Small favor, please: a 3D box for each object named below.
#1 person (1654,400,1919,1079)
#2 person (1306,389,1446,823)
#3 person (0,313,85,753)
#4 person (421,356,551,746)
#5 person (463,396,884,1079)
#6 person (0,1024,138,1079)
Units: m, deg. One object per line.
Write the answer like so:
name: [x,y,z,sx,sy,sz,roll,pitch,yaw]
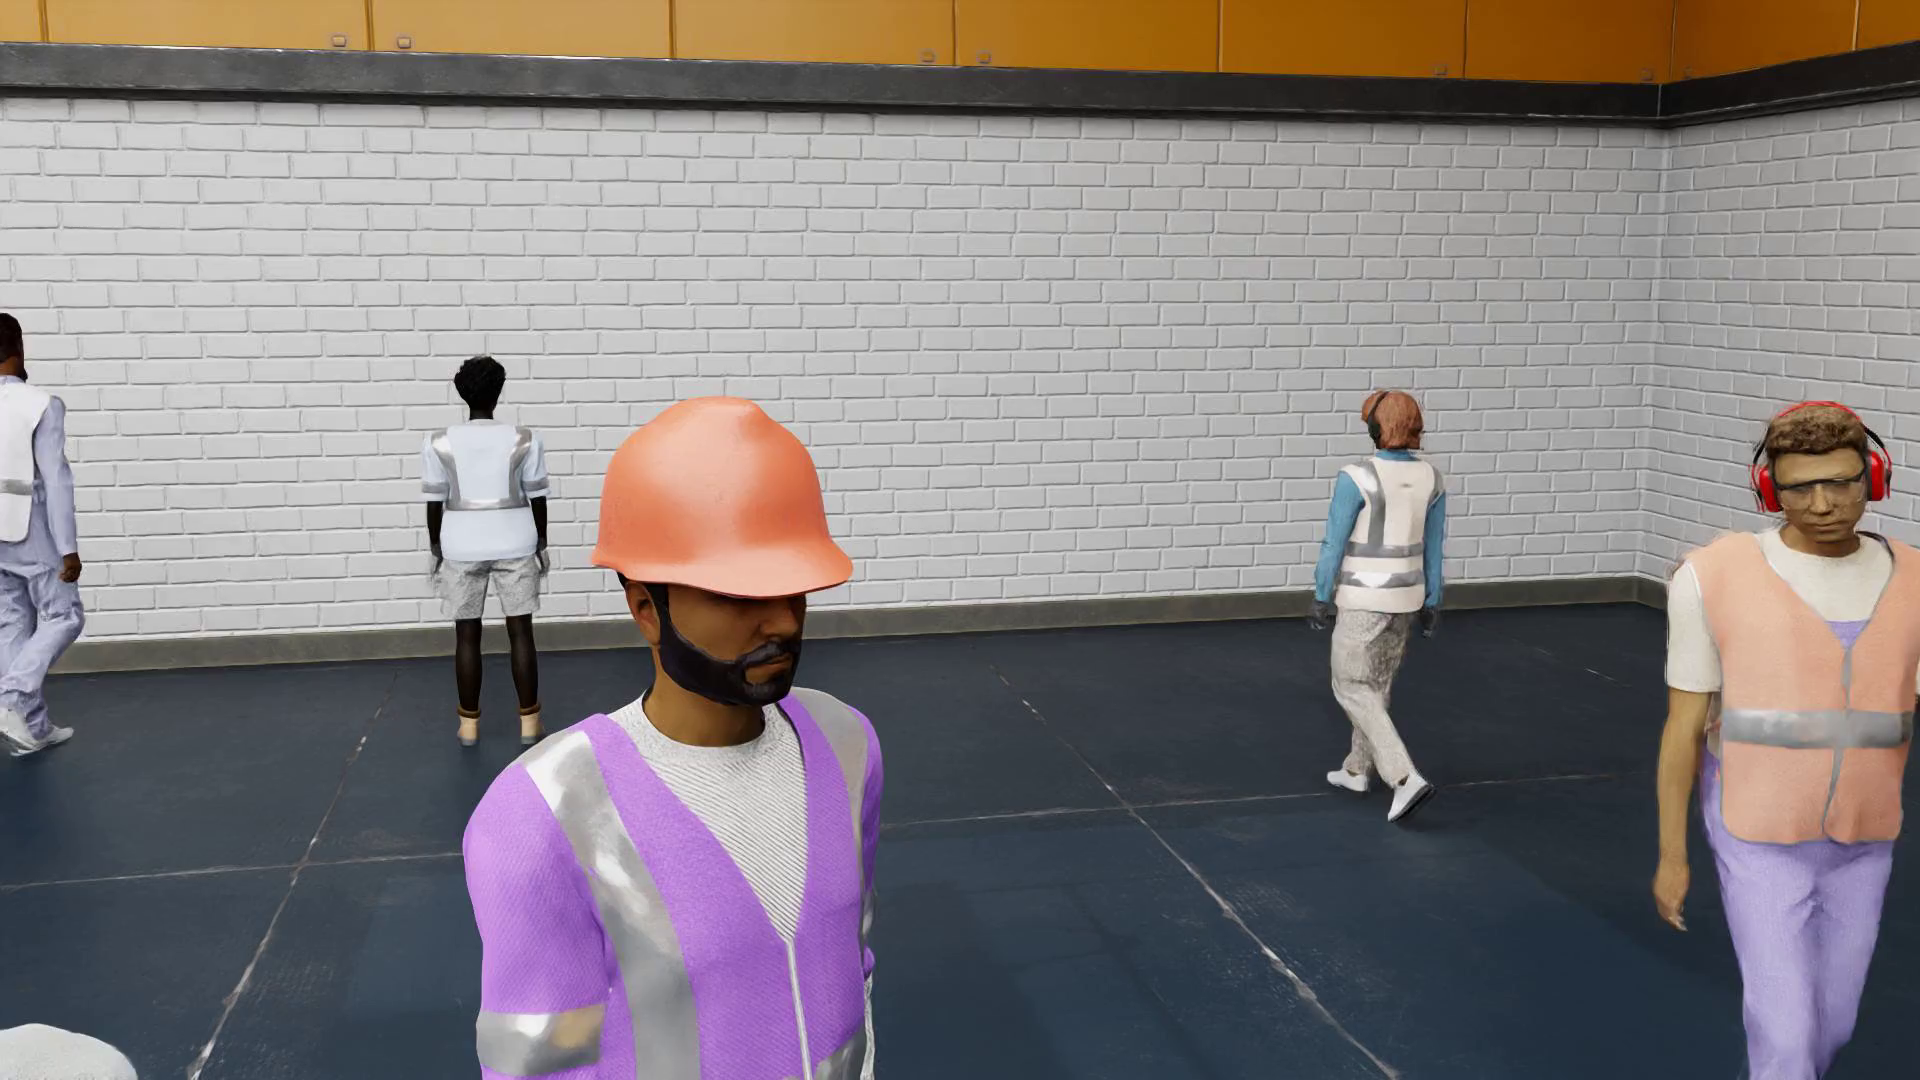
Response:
person: [1.739,0.623,3.375,0.626,1.813,0.623,-1,9,-5]
person: [1.592,0.241,6.282,0.527,1.615,0.678,-5,11,-28]
person: [-3.989,-0.004,6.979,0.599,1.889,0.488,2,10,12]
person: [-2.038,0.053,7.209,0.540,1.696,0.317,-2,10,-14]
person: [-0.258,0.807,1.875,0.361,1.938,0.545,7,12,38]
person: [-0.920,0.989,1.375,0.379,1.737,0.587,4,10,25]
